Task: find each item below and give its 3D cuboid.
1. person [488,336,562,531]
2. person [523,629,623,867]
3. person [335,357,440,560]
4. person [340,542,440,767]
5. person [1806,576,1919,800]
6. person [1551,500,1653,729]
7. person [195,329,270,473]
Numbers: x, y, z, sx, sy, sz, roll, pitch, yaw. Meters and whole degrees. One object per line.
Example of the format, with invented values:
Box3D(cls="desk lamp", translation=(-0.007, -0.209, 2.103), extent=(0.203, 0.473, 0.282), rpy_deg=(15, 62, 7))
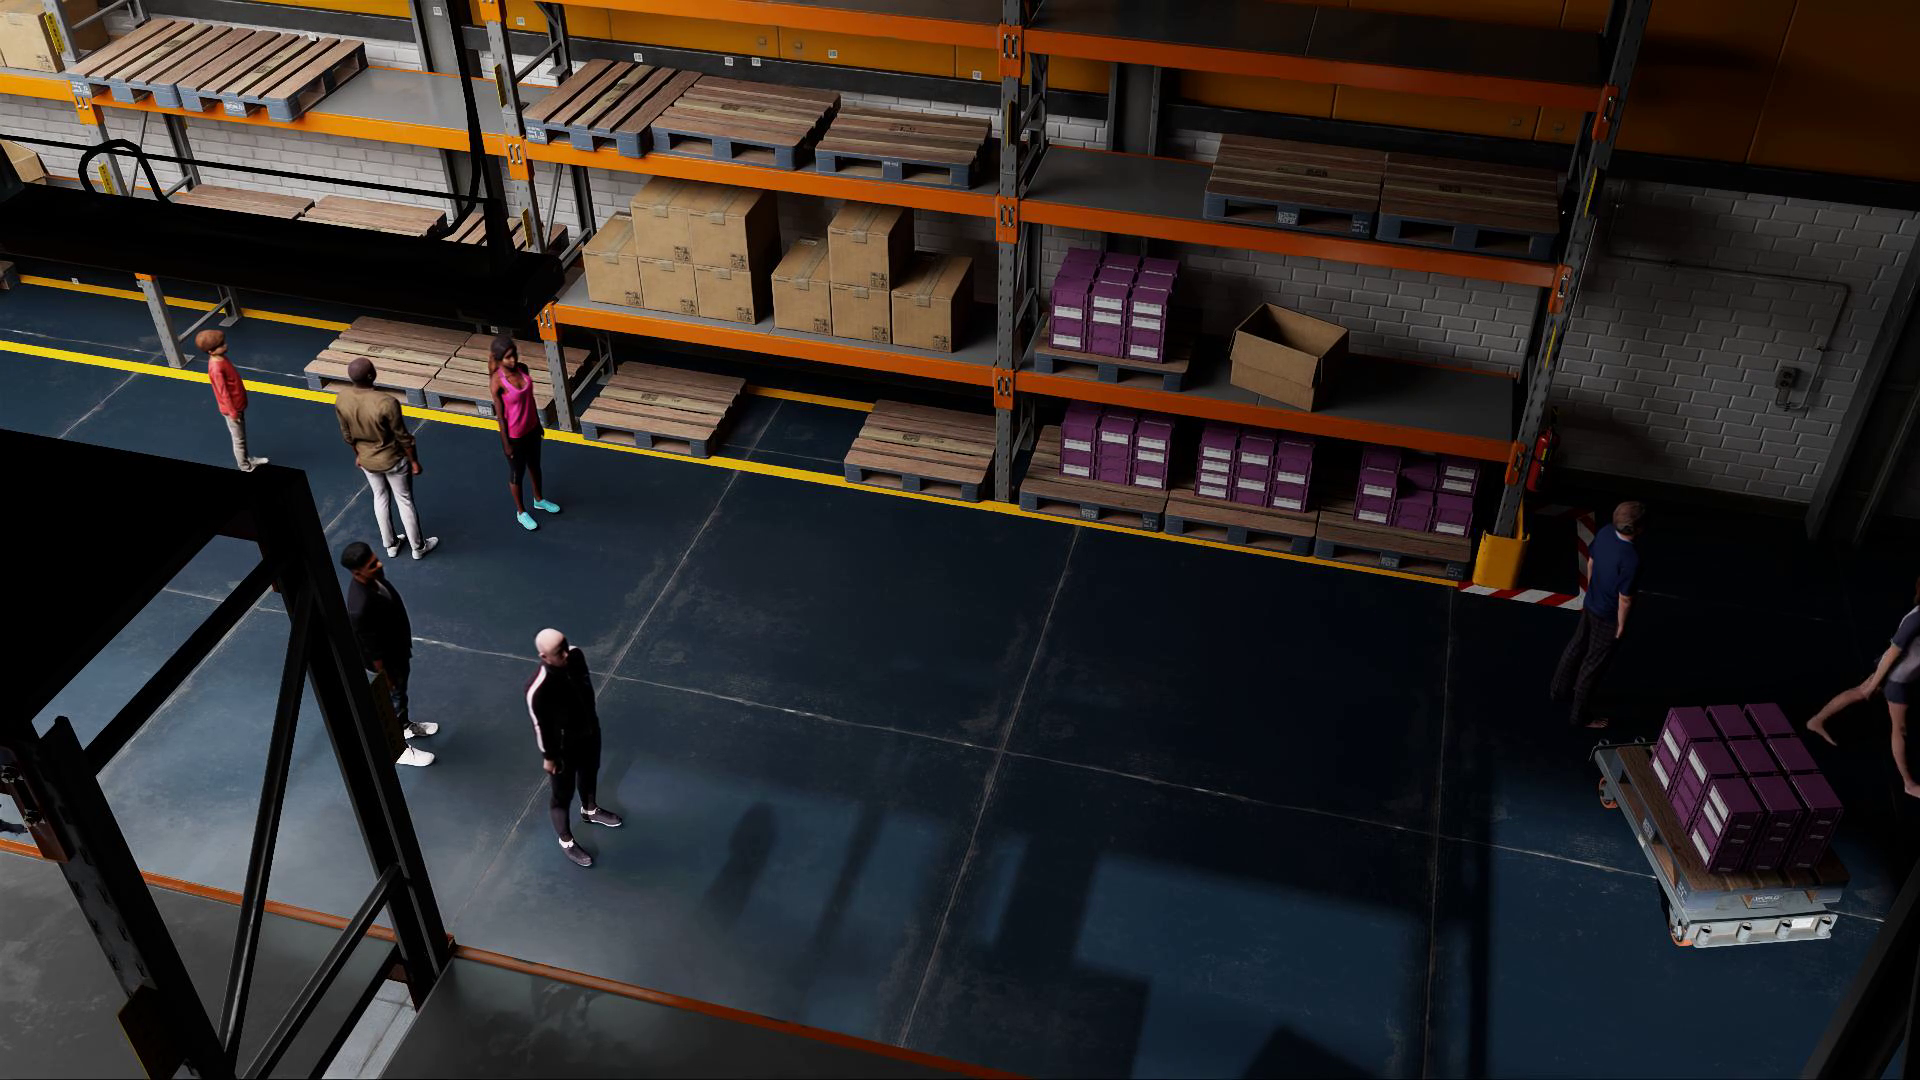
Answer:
Box3D(cls="person", translation=(-3.529, -0.885, 13.328), extent=(0.642, 1.724, 0.633), rpy_deg=(23, 44, 26))
Box3D(cls="person", translation=(-2.486, 1.257, 10.556), extent=(0.620, 1.836, 0.719), rpy_deg=(15, 41, 18))
Box3D(cls="person", translation=(-4.474, -0.627, 12.924), extent=(0.514, 1.825, 0.790), rpy_deg=(7, 39, 9))
Box3D(cls="person", translation=(-3.889, 0.744, 11.215), extent=(0.740, 1.815, 0.772), rpy_deg=(-4, 39, -6))
Box3D(cls="person", translation=(6.196, 0.865, 11.152), extent=(1.010, 1.704, 1.243), rpy_deg=(-30, 47, -32))
Box3D(cls="person", translation=(4.454, 0.488, 11.490), extent=(0.703, 1.871, 0.734), rpy_deg=(-6, 39, -8))
Box3D(cls="person", translation=(-6.095, -1.142, 13.896), extent=(0.619, 1.416, 0.590), rpy_deg=(-11, 40, -14))
